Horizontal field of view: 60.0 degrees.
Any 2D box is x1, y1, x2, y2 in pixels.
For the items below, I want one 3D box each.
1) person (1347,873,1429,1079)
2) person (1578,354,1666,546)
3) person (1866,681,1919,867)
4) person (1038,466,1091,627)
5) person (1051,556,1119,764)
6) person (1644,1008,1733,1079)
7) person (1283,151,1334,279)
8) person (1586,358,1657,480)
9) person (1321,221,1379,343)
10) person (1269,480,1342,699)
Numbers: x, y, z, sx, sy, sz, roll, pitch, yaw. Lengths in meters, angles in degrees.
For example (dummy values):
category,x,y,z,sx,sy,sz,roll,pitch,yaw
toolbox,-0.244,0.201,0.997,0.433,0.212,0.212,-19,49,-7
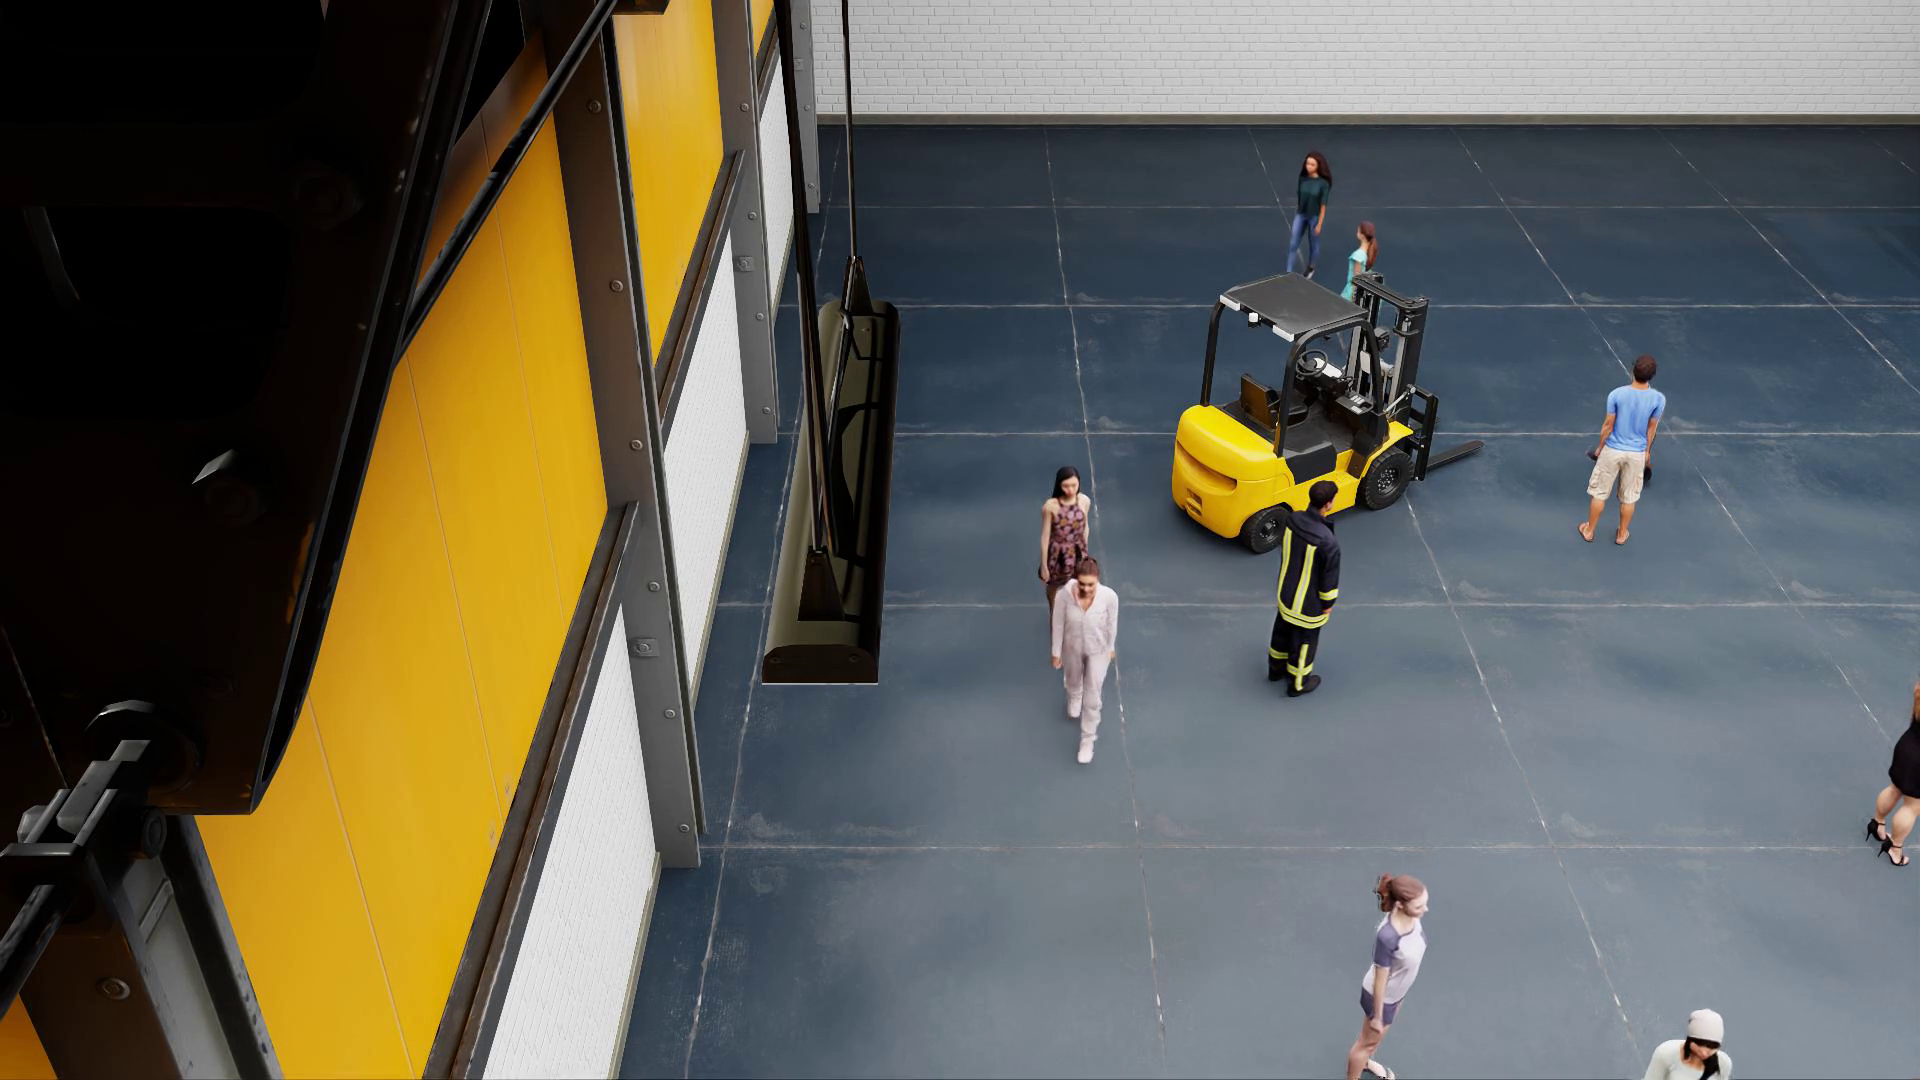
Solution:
category,x,y,z,sx,sy,sz,roll,pitch,yaw
person,2.516,2.633,9.832,0.734,1.775,0.647,21,39,28
person,5.965,-0.804,14.923,0.705,1.863,0.651,8,34,12
person,6.687,1.519,11.560,0.699,1.718,0.519,1,34,1
person,0.825,0.133,13.640,0.836,1.723,1.218,-8,34,-12
person,0.947,0.791,12.721,0.749,1.644,1.106,5,34,7
person,3.947,3.134,9.202,0.643,1.637,0.764,6,34,10
person,4.201,-3.841,19.739,0.944,1.590,1.040,24,40,31
person,6.539,-1.134,15.994,0.859,1.227,0.957,-24,41,-32
person,4.401,-2.706,18.093,0.911,1.523,1.051,-22,40,-30
person,2.713,0.376,13.093,0.929,1.924,0.783,-15,36,-21
